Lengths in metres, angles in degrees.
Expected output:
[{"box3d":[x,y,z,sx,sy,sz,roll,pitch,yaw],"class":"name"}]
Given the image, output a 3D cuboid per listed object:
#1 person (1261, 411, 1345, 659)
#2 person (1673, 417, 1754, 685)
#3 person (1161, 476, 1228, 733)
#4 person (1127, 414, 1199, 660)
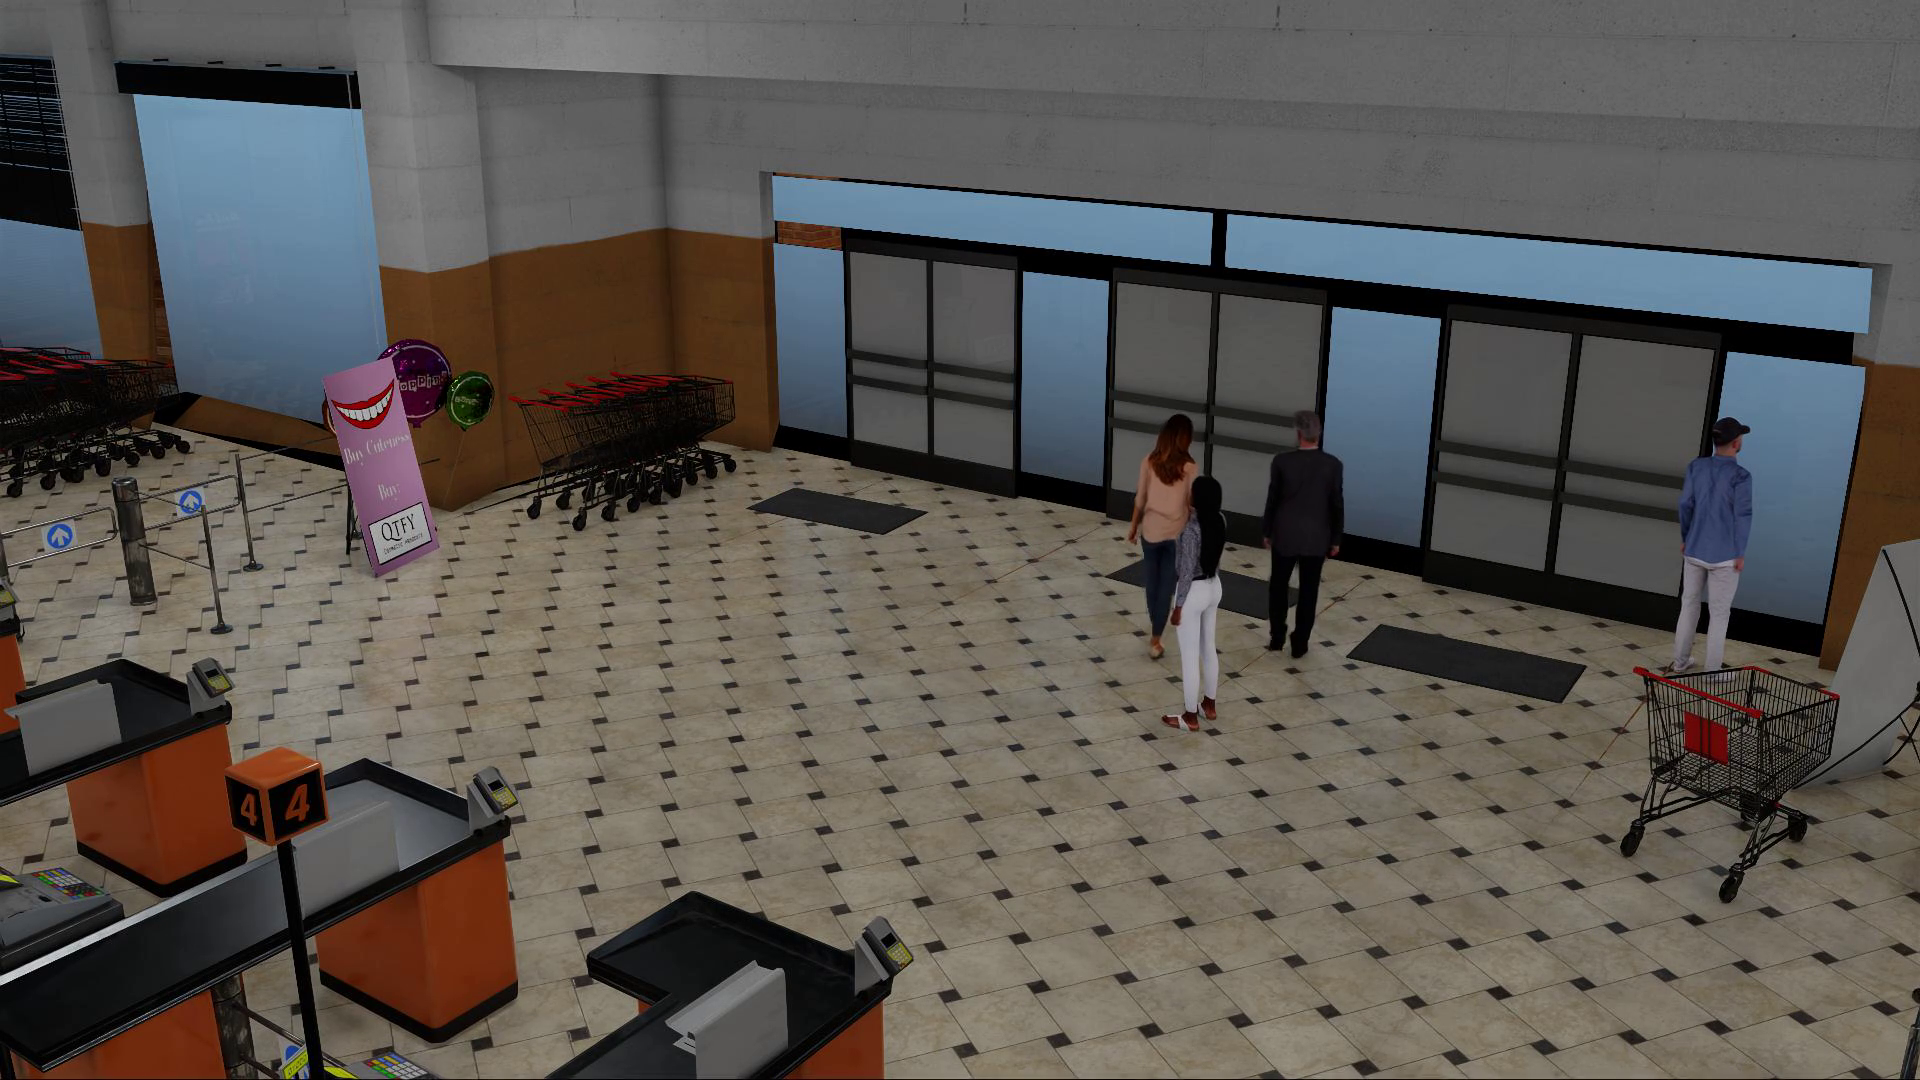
[{"box3d":[2.431,0.003,11.837,0.863,1.821,0.880,5,19,14],"class":"person"},{"box3d":[5.230,0.065,11.550,0.715,1.887,0.732,-11,22,-29],"class":"person"},{"box3d":[1.550,0.398,10.824,0.674,1.721,0.495,16,24,39],"class":"person"},{"box3d":[1.449,0.003,11.949,0.825,1.750,0.991,6,20,18],"class":"person"}]
